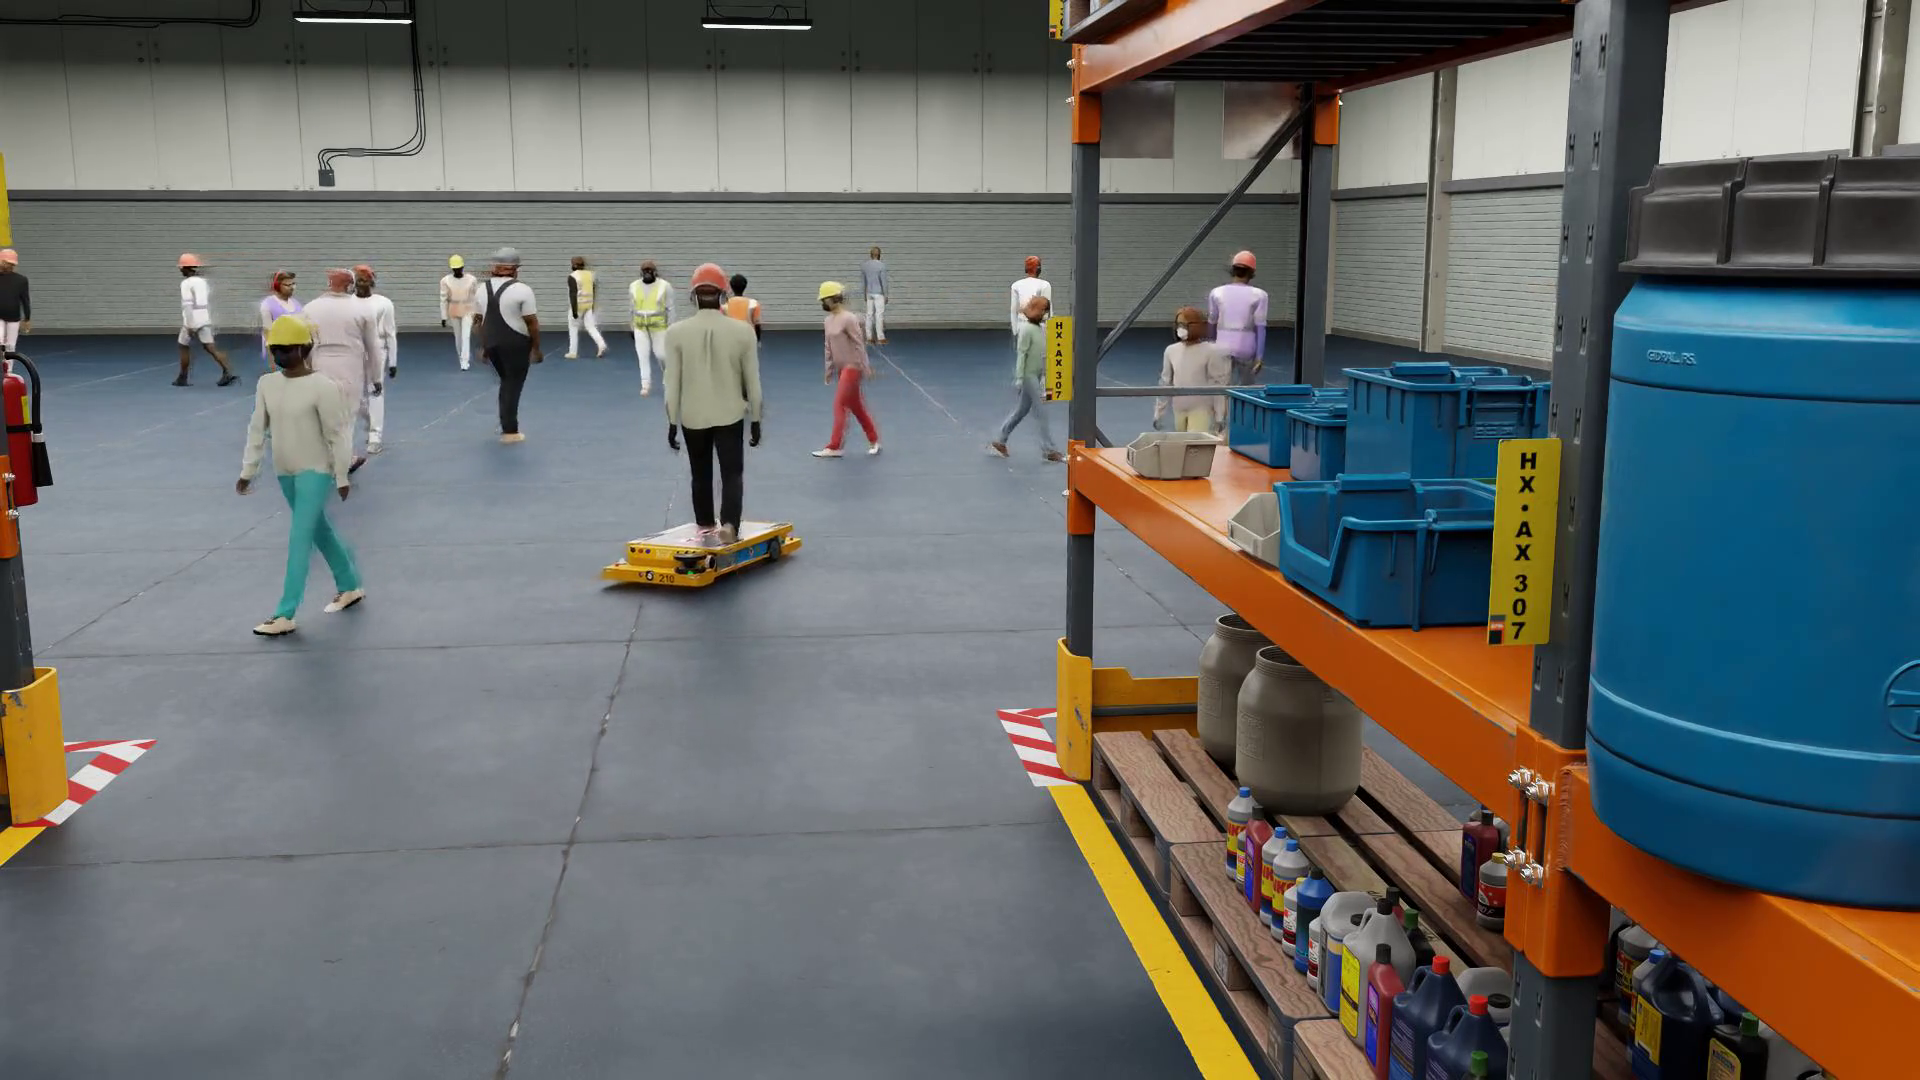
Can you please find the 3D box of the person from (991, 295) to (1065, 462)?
[{"bbox_3d":[0.659,-1.553,15.939,0.869,1.586,0.506,5,11,25],"label":"person"}]

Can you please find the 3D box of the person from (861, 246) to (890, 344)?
[{"bbox_3d":[-1.681,-4.871,33.155,0.627,1.941,0.371,7,13,35],"label":"person"}]

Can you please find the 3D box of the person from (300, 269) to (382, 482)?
[{"bbox_3d":[-5.438,-1.448,14.646,0.679,1.848,0.961,0,10,-2],"label":"person"}]

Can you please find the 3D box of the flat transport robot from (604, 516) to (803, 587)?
[{"bbox_3d":[-1.624,0.056,10.722,0.652,0.197,1.431,4,11,21],"label":"flat transport robot"}]

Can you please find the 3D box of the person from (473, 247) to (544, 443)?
[{"bbox_3d":[-4.664,-2.049,17.407,0.691,2.000,0.718,5,12,26],"label":"person"}]

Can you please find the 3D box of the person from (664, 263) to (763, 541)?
[{"bbox_3d":[-1.591,-0.795,10.751,0.629,1.970,0.855,-1,10,-6],"label":"person"}]

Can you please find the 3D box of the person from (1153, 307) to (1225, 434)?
[{"bbox_3d":[1.659,-0.922,12.414,0.536,1.602,0.758,10,14,44],"label":"person"}]

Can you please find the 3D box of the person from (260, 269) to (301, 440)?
[{"bbox_3d":[-6.922,-1.845,16.930,0.638,1.814,0.575,2,11,13],"label":"person"}]

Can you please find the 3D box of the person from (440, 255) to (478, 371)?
[{"bbox_3d":[-8.102,-3.688,26.950,0.598,1.853,1.019,-3,11,-14],"label":"person"}]

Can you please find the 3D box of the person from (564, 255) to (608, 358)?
[{"bbox_3d":[-6.605,-4.094,29.268,0.852,1.814,0.633,6,12,30],"label":"person"}]

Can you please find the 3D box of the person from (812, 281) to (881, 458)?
[{"bbox_3d":[-1.071,-1.661,16.195,0.762,1.705,0.539,-5,11,-26],"label":"person"}]

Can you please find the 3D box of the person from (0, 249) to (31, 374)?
[{"bbox_3d":[-13.629,-3.163,23.777,0.624,1.949,0.555,-9,14,-42],"label":"person"}]

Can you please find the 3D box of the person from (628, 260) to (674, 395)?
[{"bbox_3d":[-4.189,-2.894,22.655,0.639,1.828,0.633,1,10,5],"label":"person"}]

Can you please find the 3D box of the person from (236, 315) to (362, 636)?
[{"bbox_3d":[-3.631,-0.381,9.162,0.533,1.715,0.930,4,11,23],"label":"person"}]

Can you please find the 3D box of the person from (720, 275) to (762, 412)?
[{"bbox_3d":[-2.685,-2.408,20.393,0.535,1.650,0.875,0,10,-2],"label":"person"}]

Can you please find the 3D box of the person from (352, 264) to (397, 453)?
[{"bbox_3d":[-5.888,-1.809,16.553,0.595,1.870,0.506,0,10,-2],"label":"person"}]

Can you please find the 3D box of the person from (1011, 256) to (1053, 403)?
[{"bbox_3d":[0.928,-2.686,21.330,0.573,1.883,0.359,6,12,30],"label":"person"}]

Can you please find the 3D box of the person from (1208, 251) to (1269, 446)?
[{"bbox_3d":[2.803,-1.913,16.839,0.619,1.989,1.042,3,11,17],"label":"person"}]

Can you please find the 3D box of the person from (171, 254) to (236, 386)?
[{"bbox_3d":[-10.848,-3.125,23.723,0.981,1.905,0.552,3,11,14],"label":"person"}]
